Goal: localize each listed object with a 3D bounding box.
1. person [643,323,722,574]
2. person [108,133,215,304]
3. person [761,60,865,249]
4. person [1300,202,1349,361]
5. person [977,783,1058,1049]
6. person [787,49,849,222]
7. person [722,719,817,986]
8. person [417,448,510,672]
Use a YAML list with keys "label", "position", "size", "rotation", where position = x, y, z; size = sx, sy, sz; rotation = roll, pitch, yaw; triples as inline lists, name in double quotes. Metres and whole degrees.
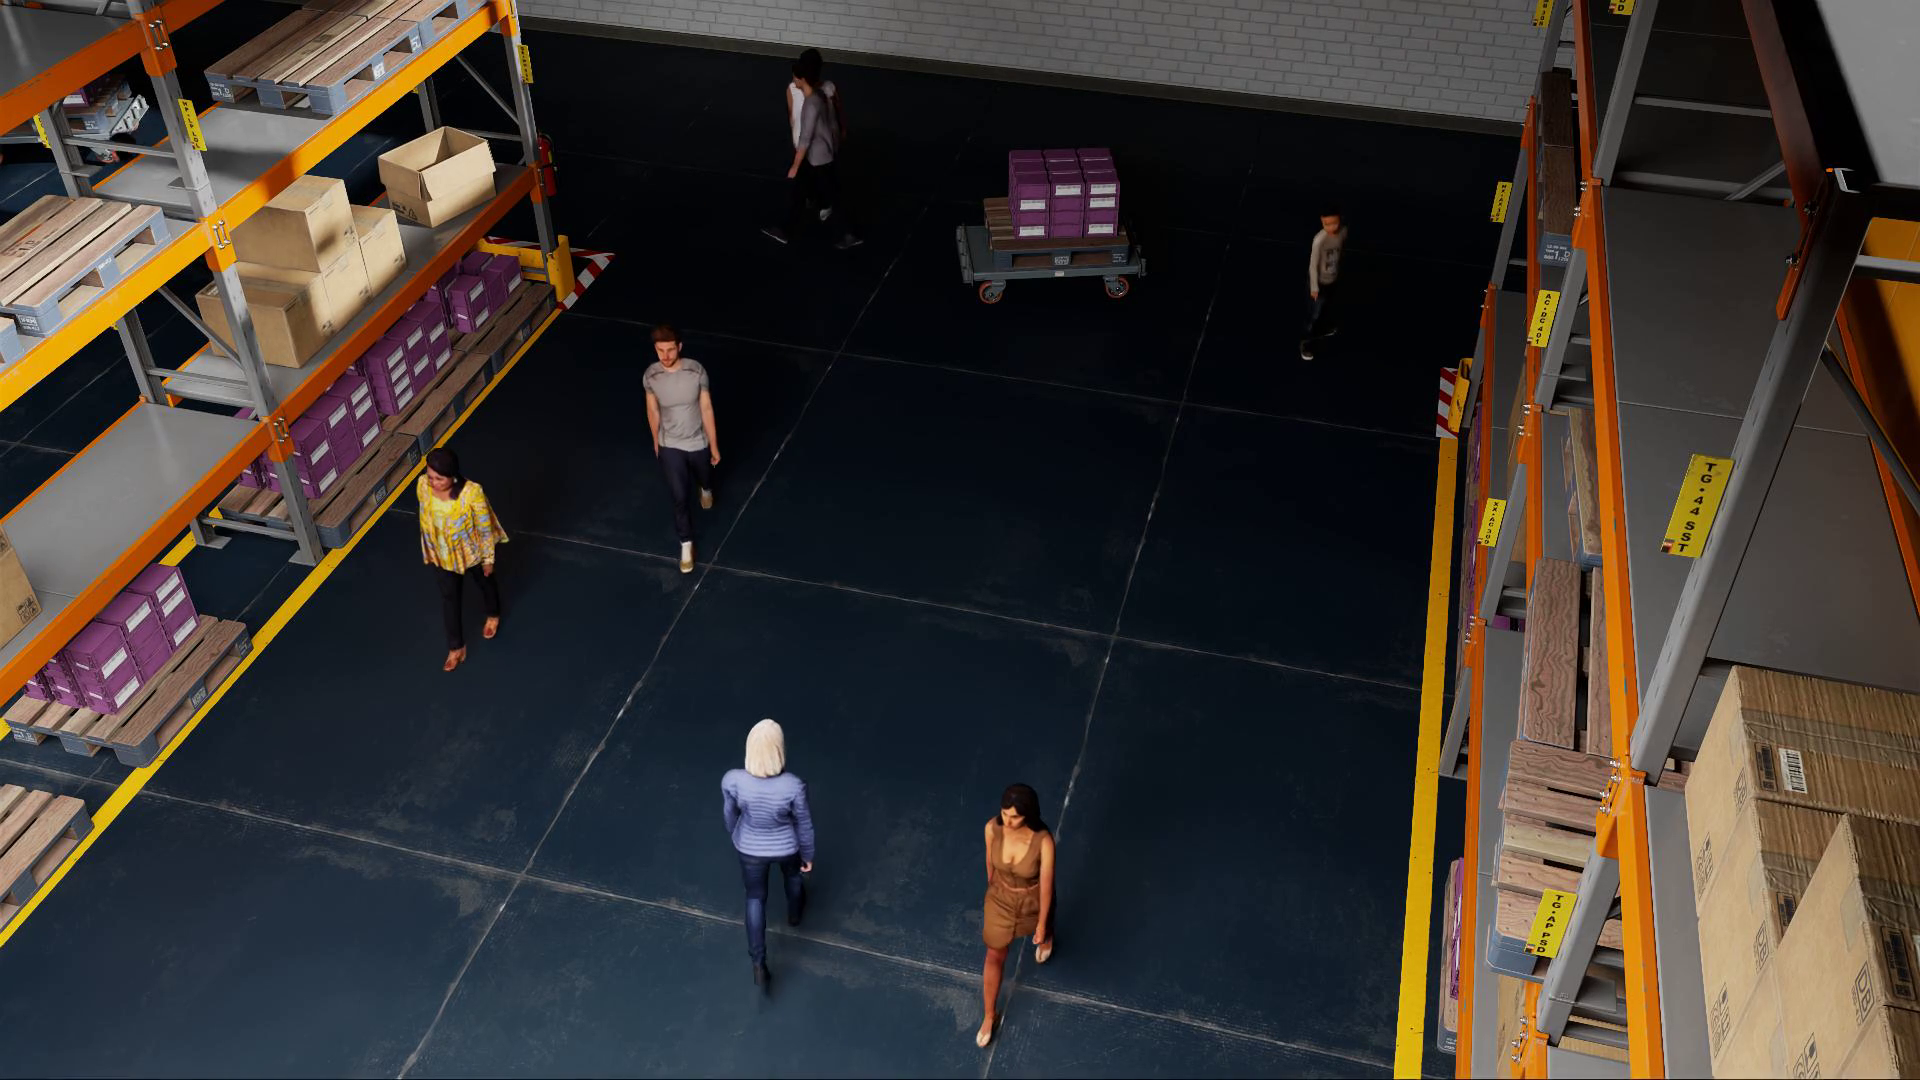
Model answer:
- label: "person"
  position: [-1.942, -0.748, 11.814]
  size: [0.956, 1.866, 1.251]
  rotation: [-5, 39, -7]
- label: "person"
  position: [-6.990, -2.818, 14.616]
  size: [1.124, 1.605, 1.093]
  rotation: [-18, 42, -21]
- label: "person"
  position: [-1.204, -3.487, 15.314]
  size: [1.088, 1.779, 1.232]
  rotation: [-8, 39, -9]
- label: "person"
  position: [3.062, -2.234, 14.012]
  size: [0.851, 1.446, 0.699]
  rotation: [25, 45, 28]
- label: "person"
  position: [0.363, 1.847, 8.742]
  size: [0.620, 1.645, 1.073]
  rotation: [14, 41, 16]
- label: "person"
  position: [-1.374, -3.826, 15.819]
  size: [0.655, 1.680, 0.677]
  rotation: [11, 40, 13]
- label: "person"
  position: [-1.033, 1.676, 8.896]
  size: [0.824, 1.721, 1.121]
  rotation: [0, 39, 0]
- label: "person"
  position: [-3.261, 0.018, 11.043]
  size: [0.750, 1.631, 0.932]
  rotation: [5, 39, 7]
